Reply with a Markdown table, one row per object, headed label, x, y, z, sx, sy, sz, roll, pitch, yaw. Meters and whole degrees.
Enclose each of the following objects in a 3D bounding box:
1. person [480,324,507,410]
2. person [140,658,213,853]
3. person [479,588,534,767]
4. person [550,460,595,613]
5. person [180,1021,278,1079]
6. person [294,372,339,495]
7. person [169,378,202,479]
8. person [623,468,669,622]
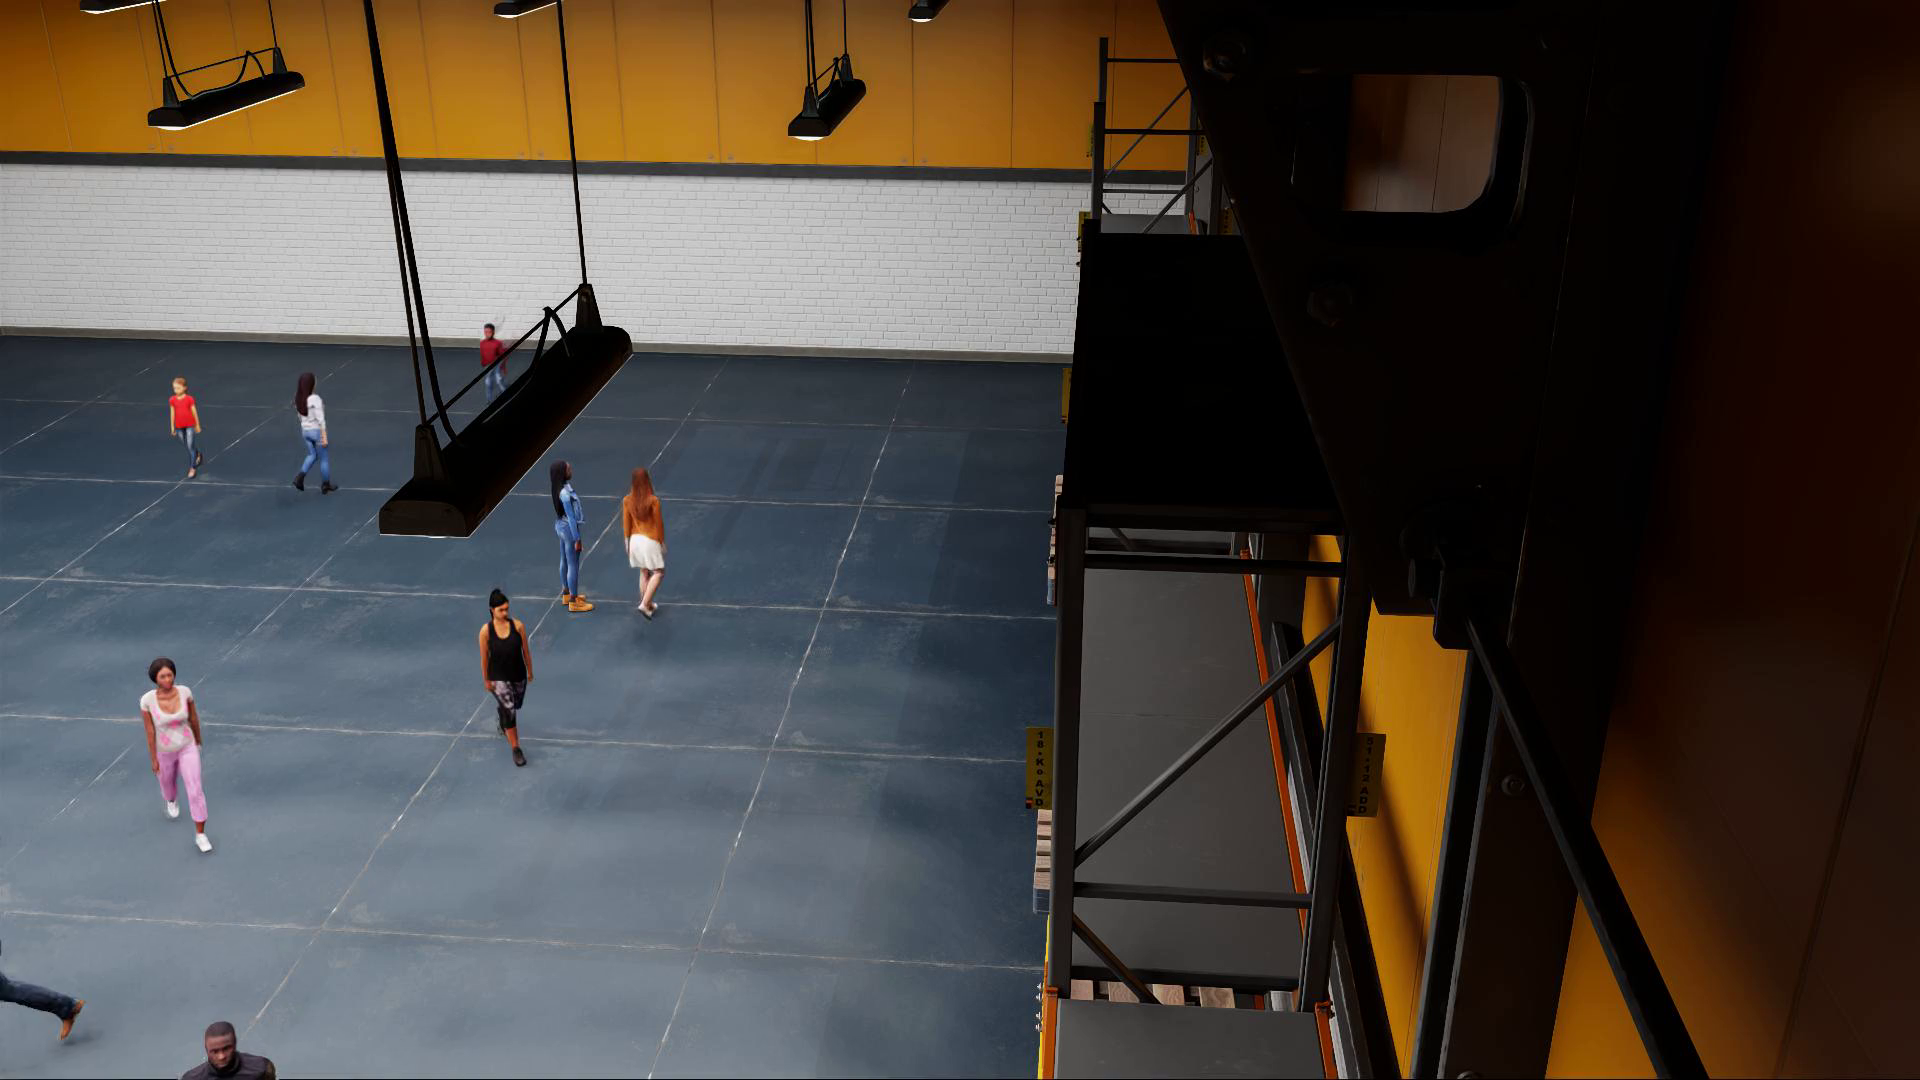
| label | x | y | z | sx | sy | sz | roll | pitch | yaw |
| --- | --- | --- | --- | --- | --- | --- | --- | --- | --- |
| person | -6.809 | -2.566 | 24.331 | 0.521 | 1.237 | 0.756 | 1 | 24 | 3 |
| person | -6.547 | 1.752 | 13.847 | 0.928 | 1.722 | 1.042 | -15 | 28 | -31 |
| person | -4.156 | 1.201 | 15.207 | 0.973 | 1.643 | 1.093 | -14 | 27 | -30 |
| person | -4.245 | -0.061 | 18.006 | 0.737 | 1.713 | 0.631 | -12 | 26 | -26 |
| person | -4.186 | 3.518 | 9.682 | 0.914 | 1.823 | 1.024 | -8 | 25 | -17 |
| person | -8.220 | -1.310 | 20.983 | 0.801 | 1.617 | 0.917 | 14 | 27 | 28 |
| person | -10.158 | -1.516 | 21.863 | 0.570 | 1.290 | 0.908 | -1 | 24 | -3 |
| person | -3.365 | 0.083 | 17.681 | 0.712 | 1.710 | 0.868 | 7 | 25 | 16 |
